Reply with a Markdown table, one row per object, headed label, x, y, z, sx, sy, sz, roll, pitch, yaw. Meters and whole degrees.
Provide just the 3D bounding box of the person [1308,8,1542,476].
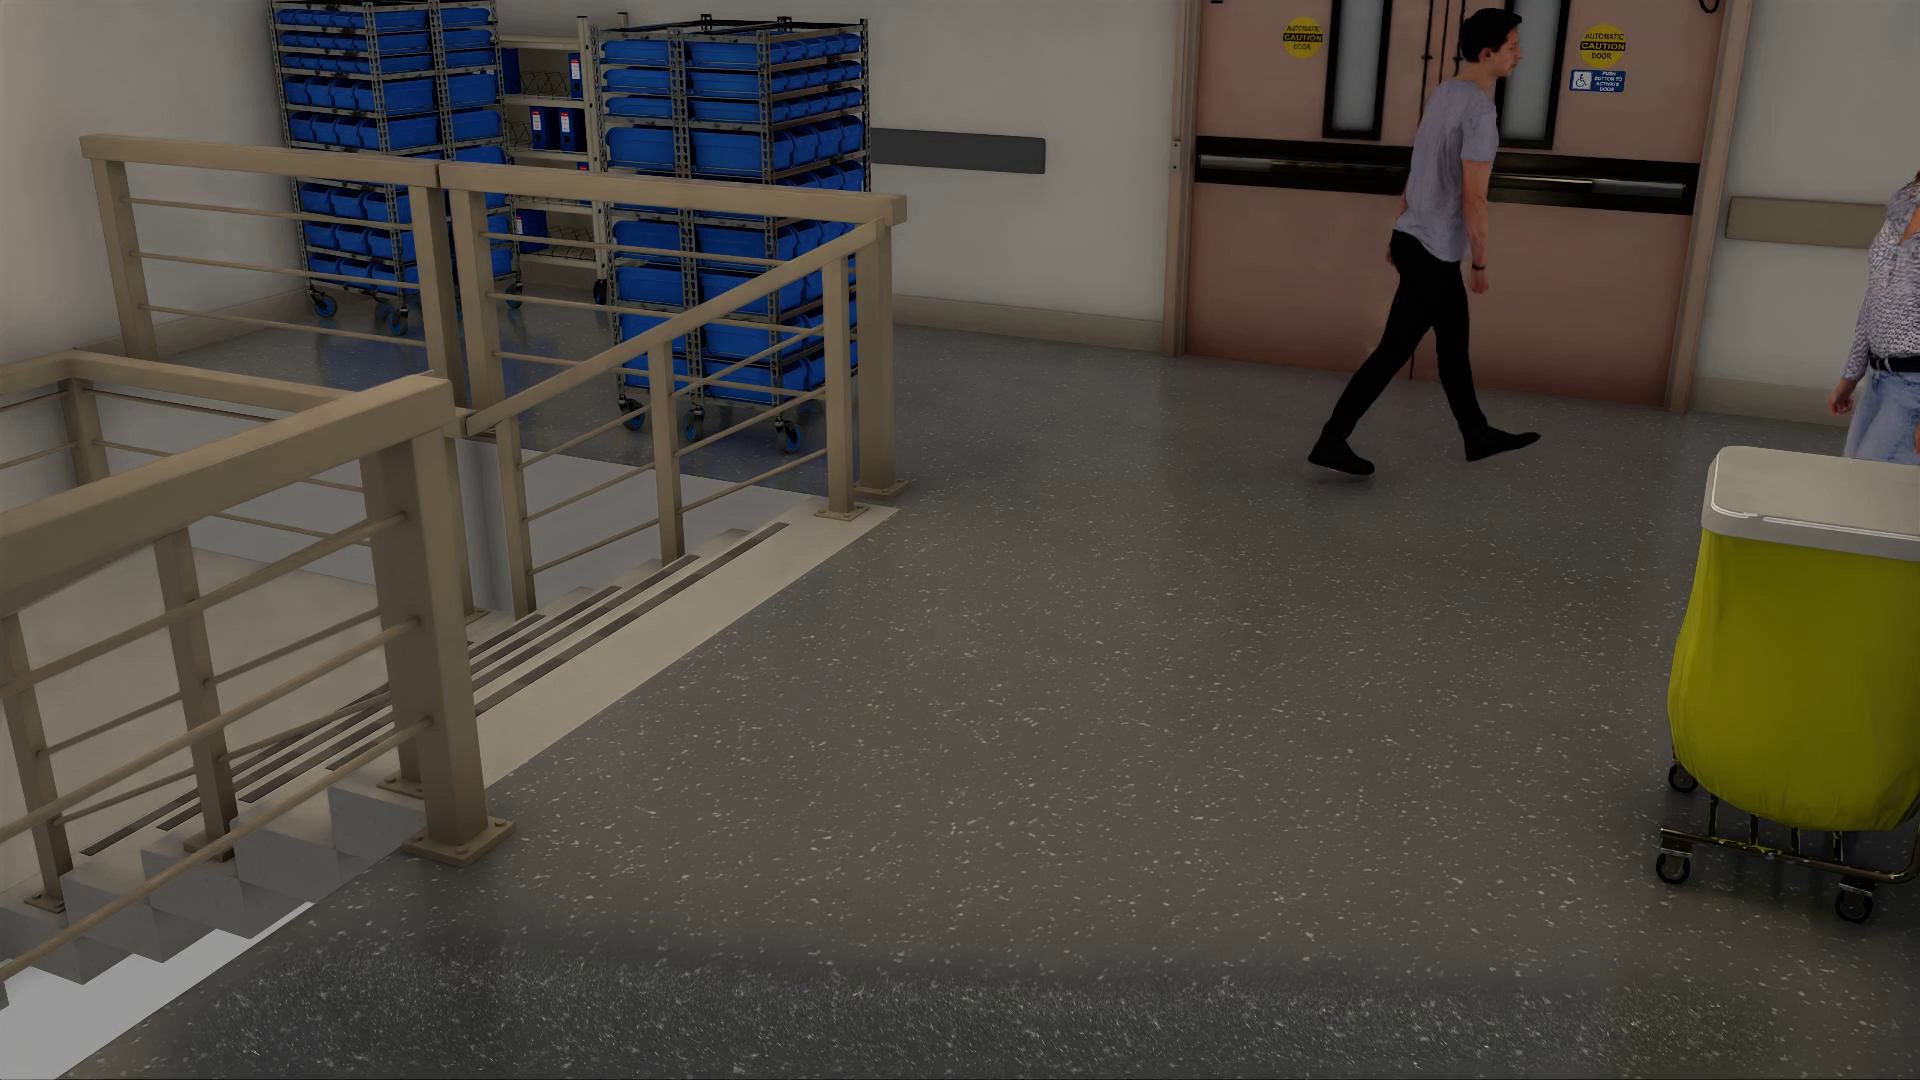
| label | x | y | z | sx | sy | sz | roll | pitch | yaw |
| --- | --- | --- | --- | --- | --- | --- | --- | --- | --- |
| person | 1.748 | -1.114 | 6.531 | 1.292 | 1.819 | 1.023 | -1 | 21 | -4 |
